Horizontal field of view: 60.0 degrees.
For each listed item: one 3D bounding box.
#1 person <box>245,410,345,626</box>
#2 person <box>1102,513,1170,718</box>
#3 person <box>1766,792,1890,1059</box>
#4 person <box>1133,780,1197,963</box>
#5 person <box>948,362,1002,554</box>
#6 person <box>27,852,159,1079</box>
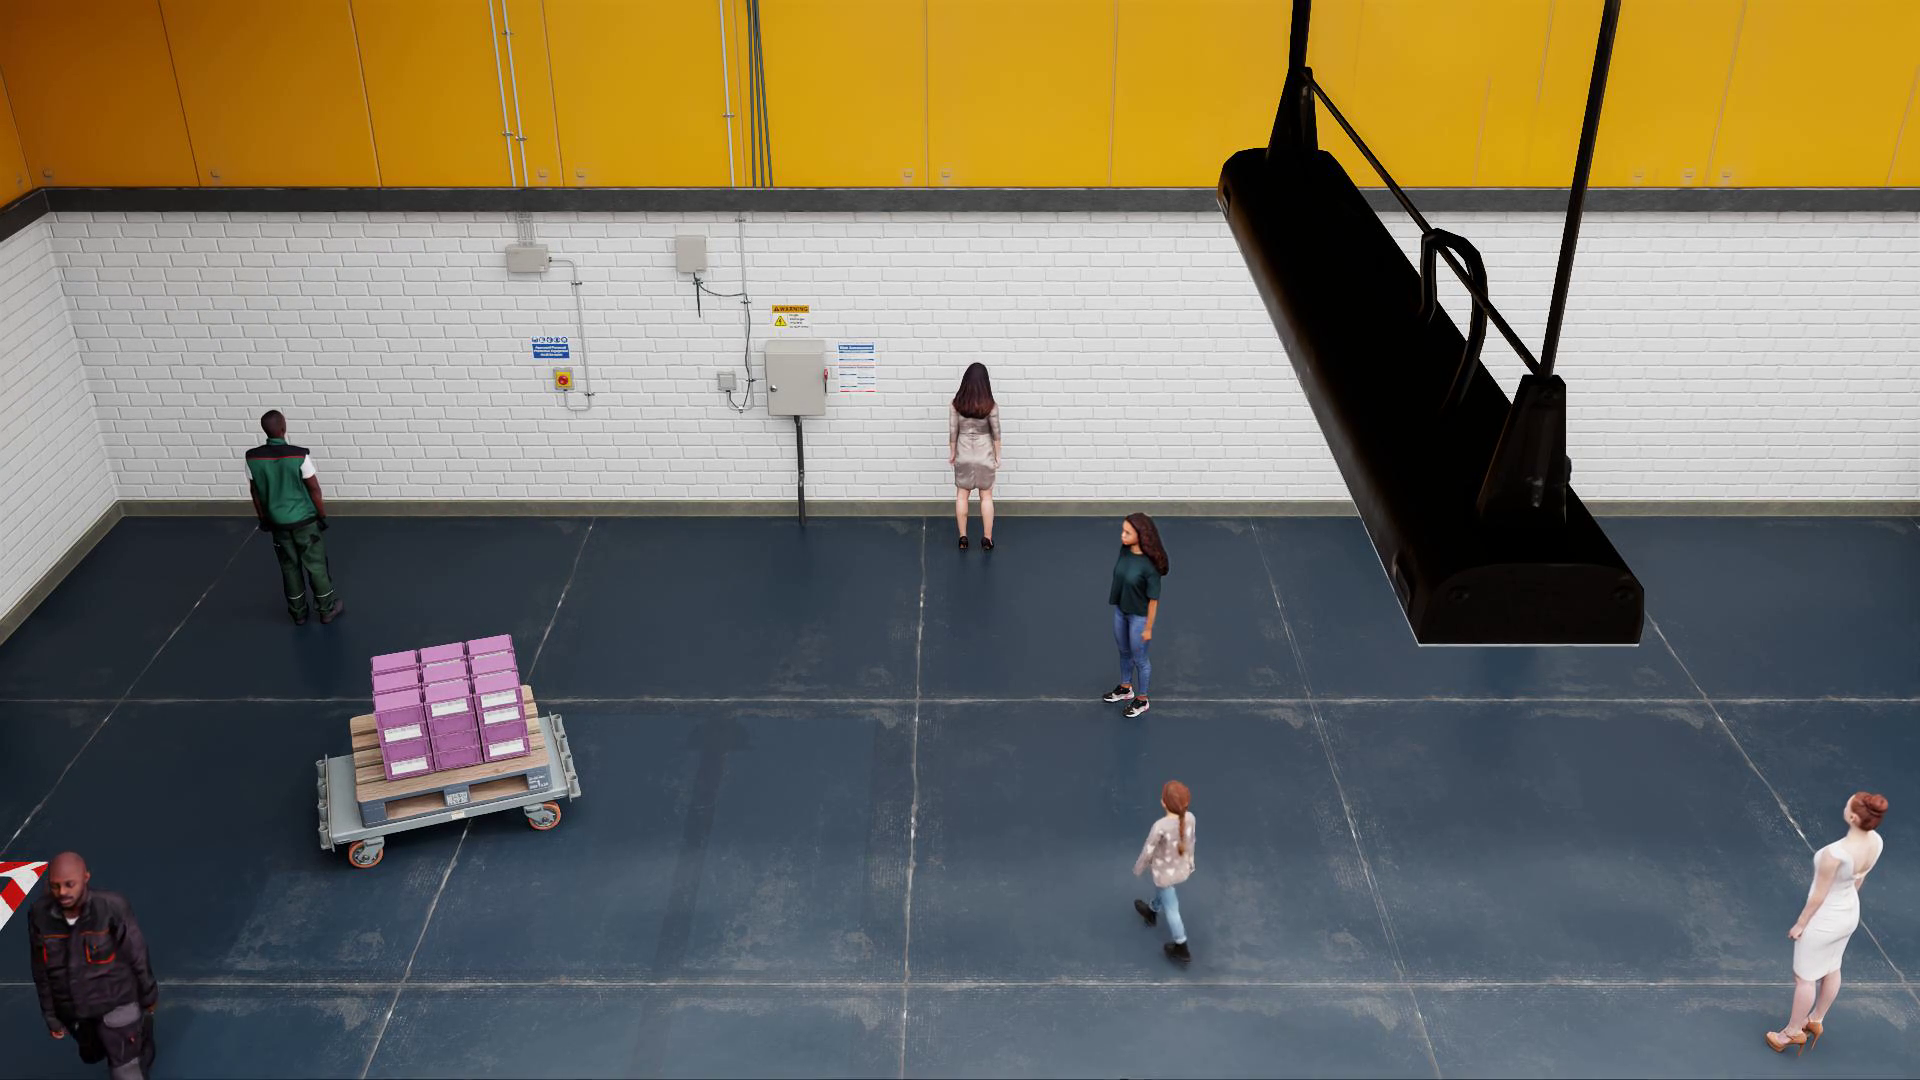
[{"bbox_3d":[-5.273,-0.175,13.138,0.694,1.839,0.600,-2,29,-4],"label":"person"},{"bbox_3d":[1.272,0.532,12.077,0.769,1.616,0.685,-16,33,-27],"label":"person"},{"bbox_3d":[4.731,2.084,9.046,0.635,1.793,0.616,-13,31,-22],"label":"person"},{"bbox_3d":[1.272,1.984,9.879,0.749,1.171,0.883,-17,33,-29],"label":"person"},{"bbox_3d":[0.125,-0.694,14.188,0.635,1.745,0.556,5,29,8],"label":"person"},{"bbox_3d":[-4.442,2.306,8.634,0.758,1.798,1.128,-4,29,-7],"label":"person"}]
